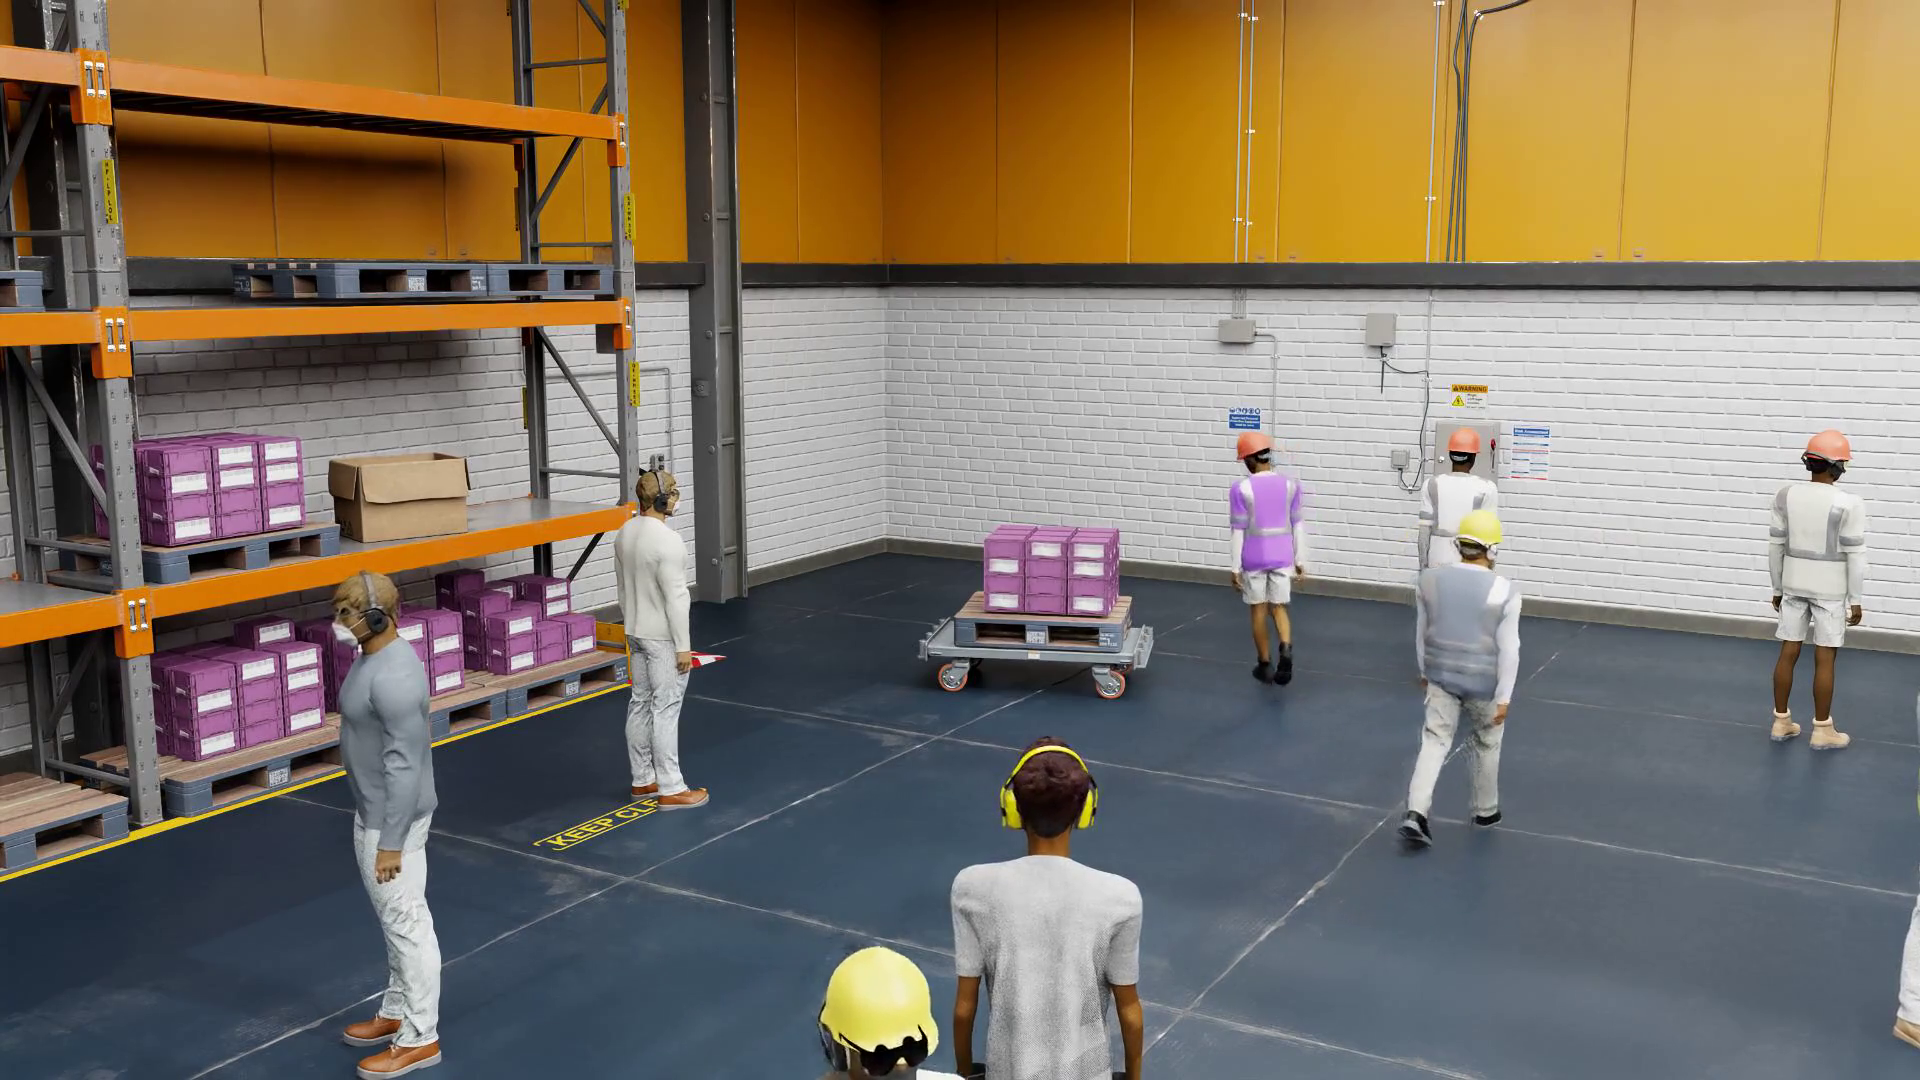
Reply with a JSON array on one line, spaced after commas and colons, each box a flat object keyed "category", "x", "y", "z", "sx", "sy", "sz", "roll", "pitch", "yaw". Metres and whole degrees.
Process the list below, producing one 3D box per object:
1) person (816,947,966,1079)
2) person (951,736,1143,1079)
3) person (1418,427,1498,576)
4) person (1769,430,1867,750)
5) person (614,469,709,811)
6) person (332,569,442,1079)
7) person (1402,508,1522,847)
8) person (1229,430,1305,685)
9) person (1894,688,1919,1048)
[{"category": "person", "x": -0.113, "y": 1.652, "z": 3.270, "sx": 0.544, "sy": 1.735, "sz": 0.823, "roll": -7, "pitch": 11, "yaw": -36}, {"category": "person", "x": 0.227, "y": 1.418, "z": 4.287, "sx": 0.514, "sy": 1.876, "sz": 0.328, "roll": 1, "pitch": 9, "yaw": 8}, {"category": "person", "x": 3.578, "y": 0.157, "z": 11.965, "sx": 0.551, "sy": 1.935, "sz": 0.375, "roll": 4, "pitch": 10, "yaw": 26}, {"category": "person", "x": 5.484, "y": 0.315, "z": 10.650, "sx": 0.371, "sy": 2.044, "sz": 0.608, "roll": -6, "pitch": 11, "yaw": -34}, {"category": "person", "x": -1.713, "y": 0.560, "z": 9.444, "sx": 0.373, "sy": 1.940, "sz": 0.628, "roll": -8, "pitch": 12, "yaw": -41}, {"category": "person", "x": -2.182, "y": 1.061, "z": 6.324, "sx": 0.372, "sy": 1.938, "sz": 0.630, "roll": -5, "pitch": 10, "yaw": -26}, {"category": "person", "x": 2.665, "y": 0.727, "z": 8.825, "sx": 0.584, "sy": 1.804, "sz": 0.868, "roll": 6, "pitch": 11, "yaw": 35}, {"category": "person", "x": 2.255, "y": 0.151, "z": 12.136, "sx": 0.596, "sy": 1.890, "sz": 0.633, "roll": -1, "pitch": 9, "yaw": -9}, {"category": "person", "x": 3.951, "y": 1.098, "z": 6.437, "sx": 0.626, "sy": 1.835, "sz": 0.431, "roll": -4, "pitch": 10, "yaw": -24}]
